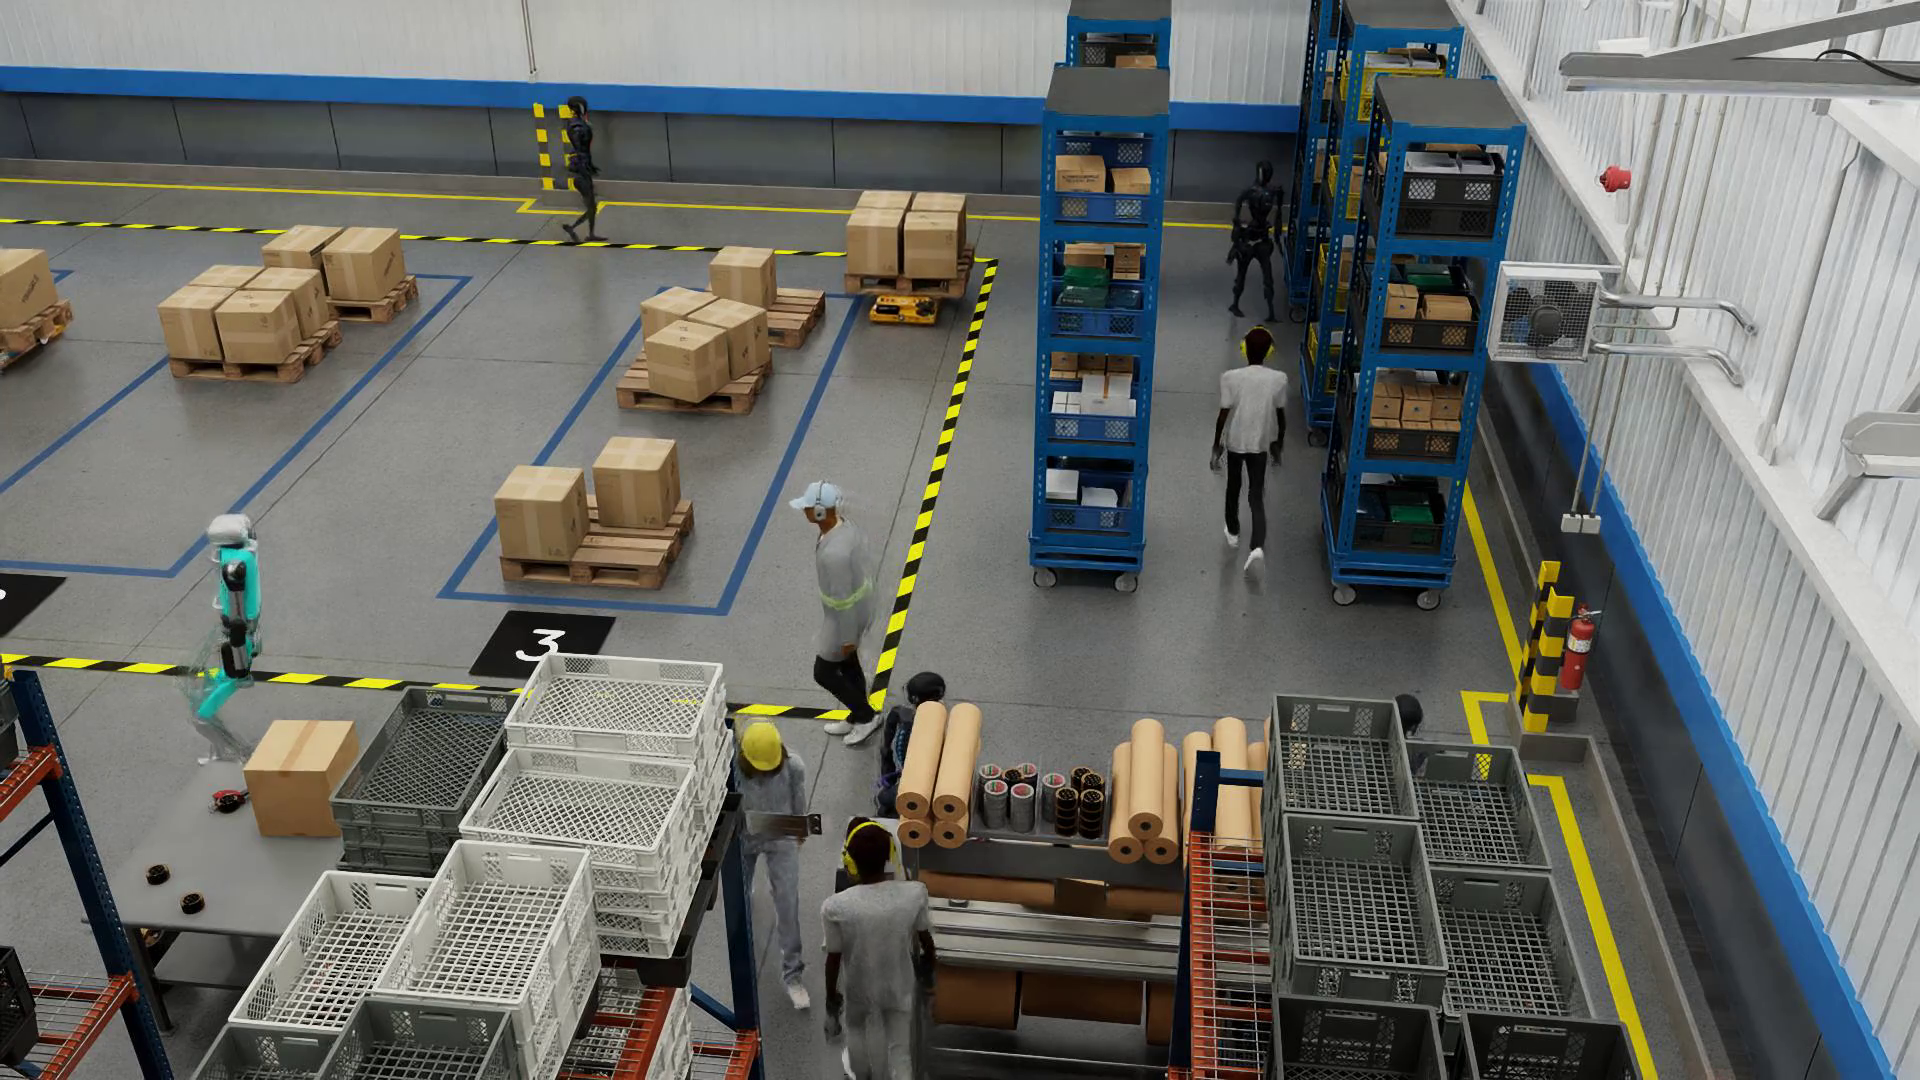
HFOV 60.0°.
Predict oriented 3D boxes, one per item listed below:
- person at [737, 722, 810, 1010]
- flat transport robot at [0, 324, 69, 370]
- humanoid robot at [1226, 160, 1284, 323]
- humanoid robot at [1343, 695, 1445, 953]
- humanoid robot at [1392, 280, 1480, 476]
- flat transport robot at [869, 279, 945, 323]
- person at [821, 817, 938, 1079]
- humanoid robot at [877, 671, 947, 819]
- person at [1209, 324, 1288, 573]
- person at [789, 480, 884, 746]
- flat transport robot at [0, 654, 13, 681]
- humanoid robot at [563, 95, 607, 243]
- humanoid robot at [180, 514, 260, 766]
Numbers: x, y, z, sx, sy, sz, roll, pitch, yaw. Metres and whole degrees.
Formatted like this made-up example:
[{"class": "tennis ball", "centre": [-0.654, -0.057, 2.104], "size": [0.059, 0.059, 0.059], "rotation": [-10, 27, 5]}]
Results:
[{"class": "person", "centre": [-1.039, 1.536, 8.667], "size": [0.495, 1.639, 1.059], "rotation": [-7, 31, -12]}, {"class": "flat transport robot", "centre": [-9.222, -1.860, 15.840], "size": [0.652, 0.197, 1.431], "rotation": [3, 30, 6]}, {"class": "humanoid robot", "centre": [2.927, -2.905, 16.284], "size": [0.613, 1.632, 0.706], "rotation": [-12, 32, -20]}, {"class": "humanoid robot", "centre": [2.206, 1.482, 8.743], "size": [0.587, 1.639, 0.626], "rotation": [-2, 30, -4]}, {"class": "humanoid robot", "centre": [3.692, -1.138, 13.168], "size": [0.580, 1.771, 0.878], "rotation": [12, 32, 20]}, {"class": "flat transport robot", "centre": [-0.501, -2.603, 17.117], "size": [0.652, 0.197, 1.431], "rotation": [3, 30, 6]}, {"class": "person", "centre": [-0.389, 1.995, 7.691], "size": [0.572, 1.828, 0.855], "rotation": [-7, 31, -12]}, {"class": "humanoid robot", "centre": [-0.271, 1.453, 8.843], "size": [0.753, 1.625, 0.591], "rotation": [-26, 39, -37]}, {"class": "person", "centre": [2.134, -0.655, 12.259], "size": [0.548, 1.825, 0.822], "rotation": [2, 30, 4]}, {"class": "person", "centre": [-0.785, 0.469, 10.321], "size": [0.490, 1.825, 0.629], "rotation": [0, 30, 0]}, {"class": "flat transport robot", "centre": [-7.142, 0.969, 11.010], "size": [1.431, 0.231, 0.659], "rotation": [3, 30, 6]}, {"class": "humanoid robot", "centre": [-4.181, -4.064, 18.258], "size": [0.443, 1.648, 0.586], "rotation": [-3, 30, -5]}, {"class": "humanoid robot", "centre": [-4.528, 0.717, 10.036], "size": [0.841, 1.822, 0.535], "rotation": [-8, 31, -14]}]
